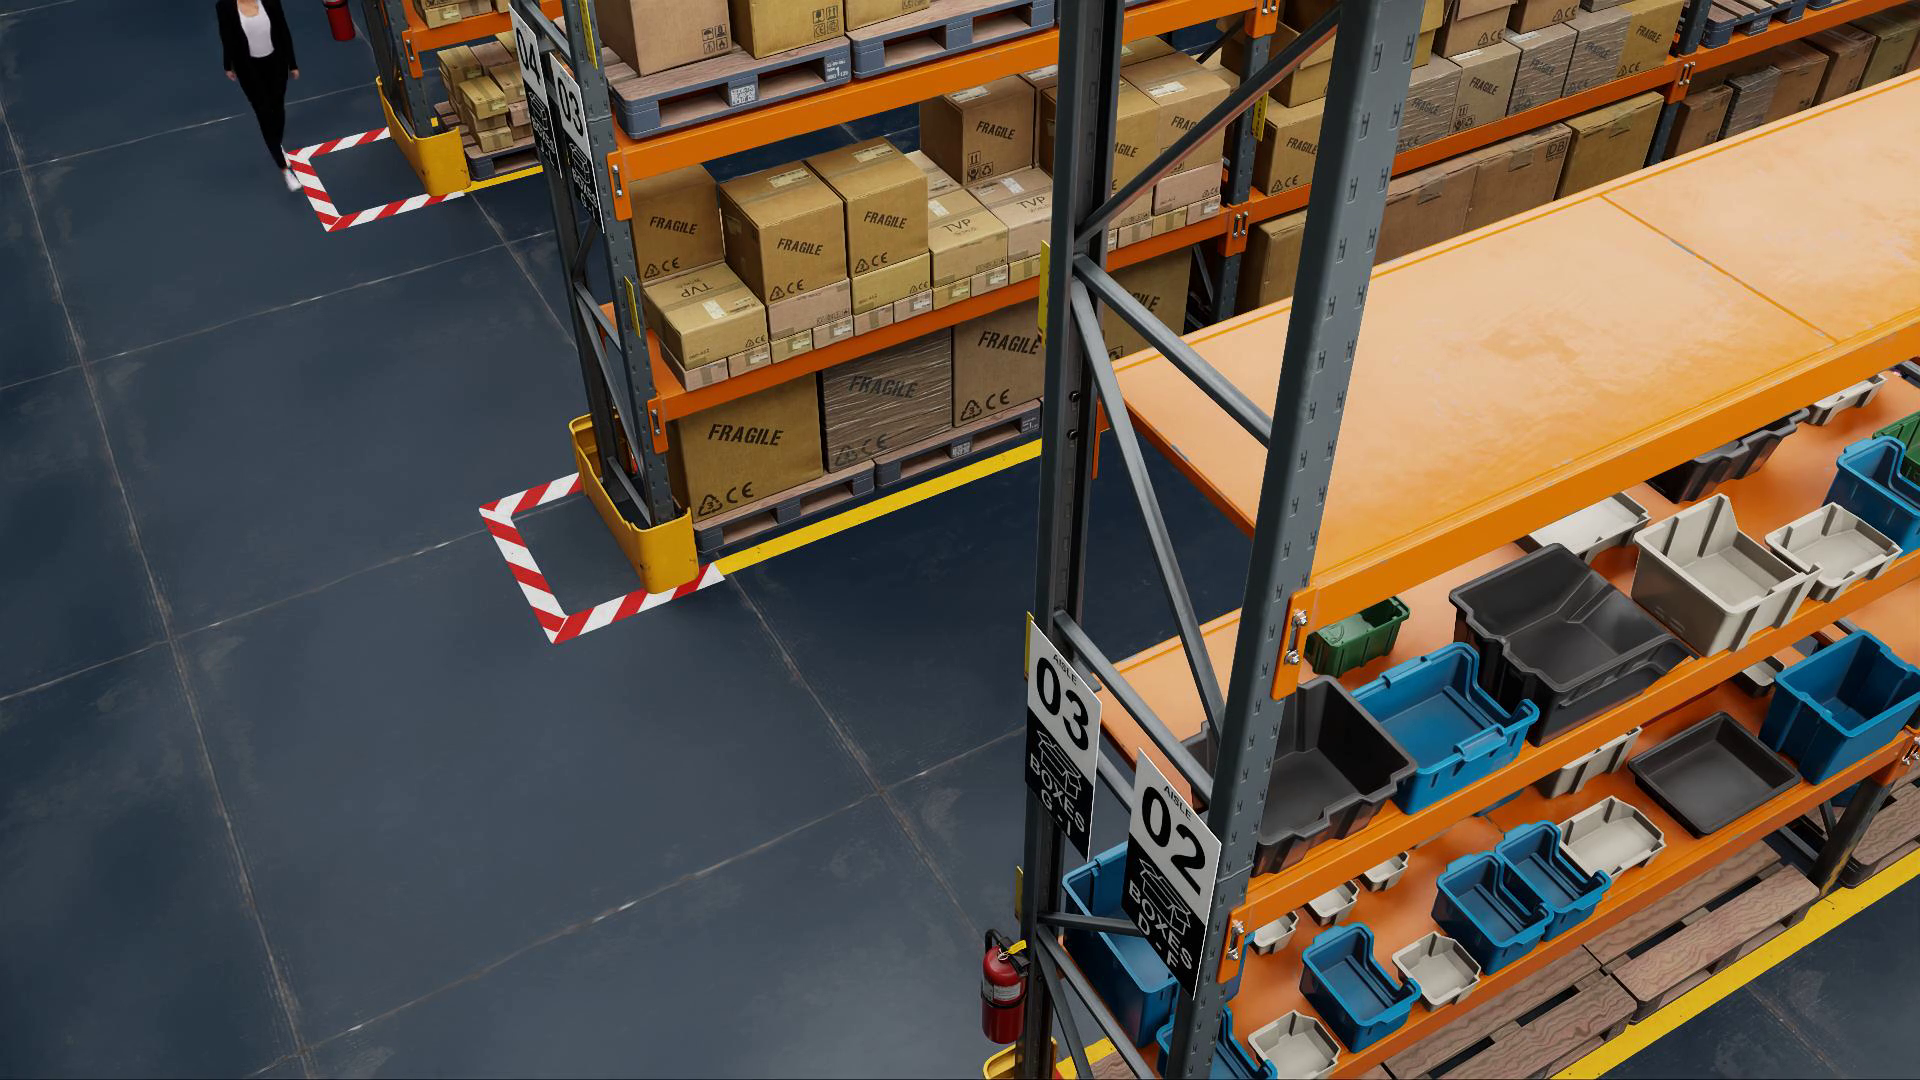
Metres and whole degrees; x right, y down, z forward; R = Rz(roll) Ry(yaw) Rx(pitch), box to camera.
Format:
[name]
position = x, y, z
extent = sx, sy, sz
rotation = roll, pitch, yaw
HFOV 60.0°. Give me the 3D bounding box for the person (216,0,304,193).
[person]
position = -5.337, -3.618, 12.700
extent = 0.986, 1.755, 0.771
rotation = -22, 47, -22
